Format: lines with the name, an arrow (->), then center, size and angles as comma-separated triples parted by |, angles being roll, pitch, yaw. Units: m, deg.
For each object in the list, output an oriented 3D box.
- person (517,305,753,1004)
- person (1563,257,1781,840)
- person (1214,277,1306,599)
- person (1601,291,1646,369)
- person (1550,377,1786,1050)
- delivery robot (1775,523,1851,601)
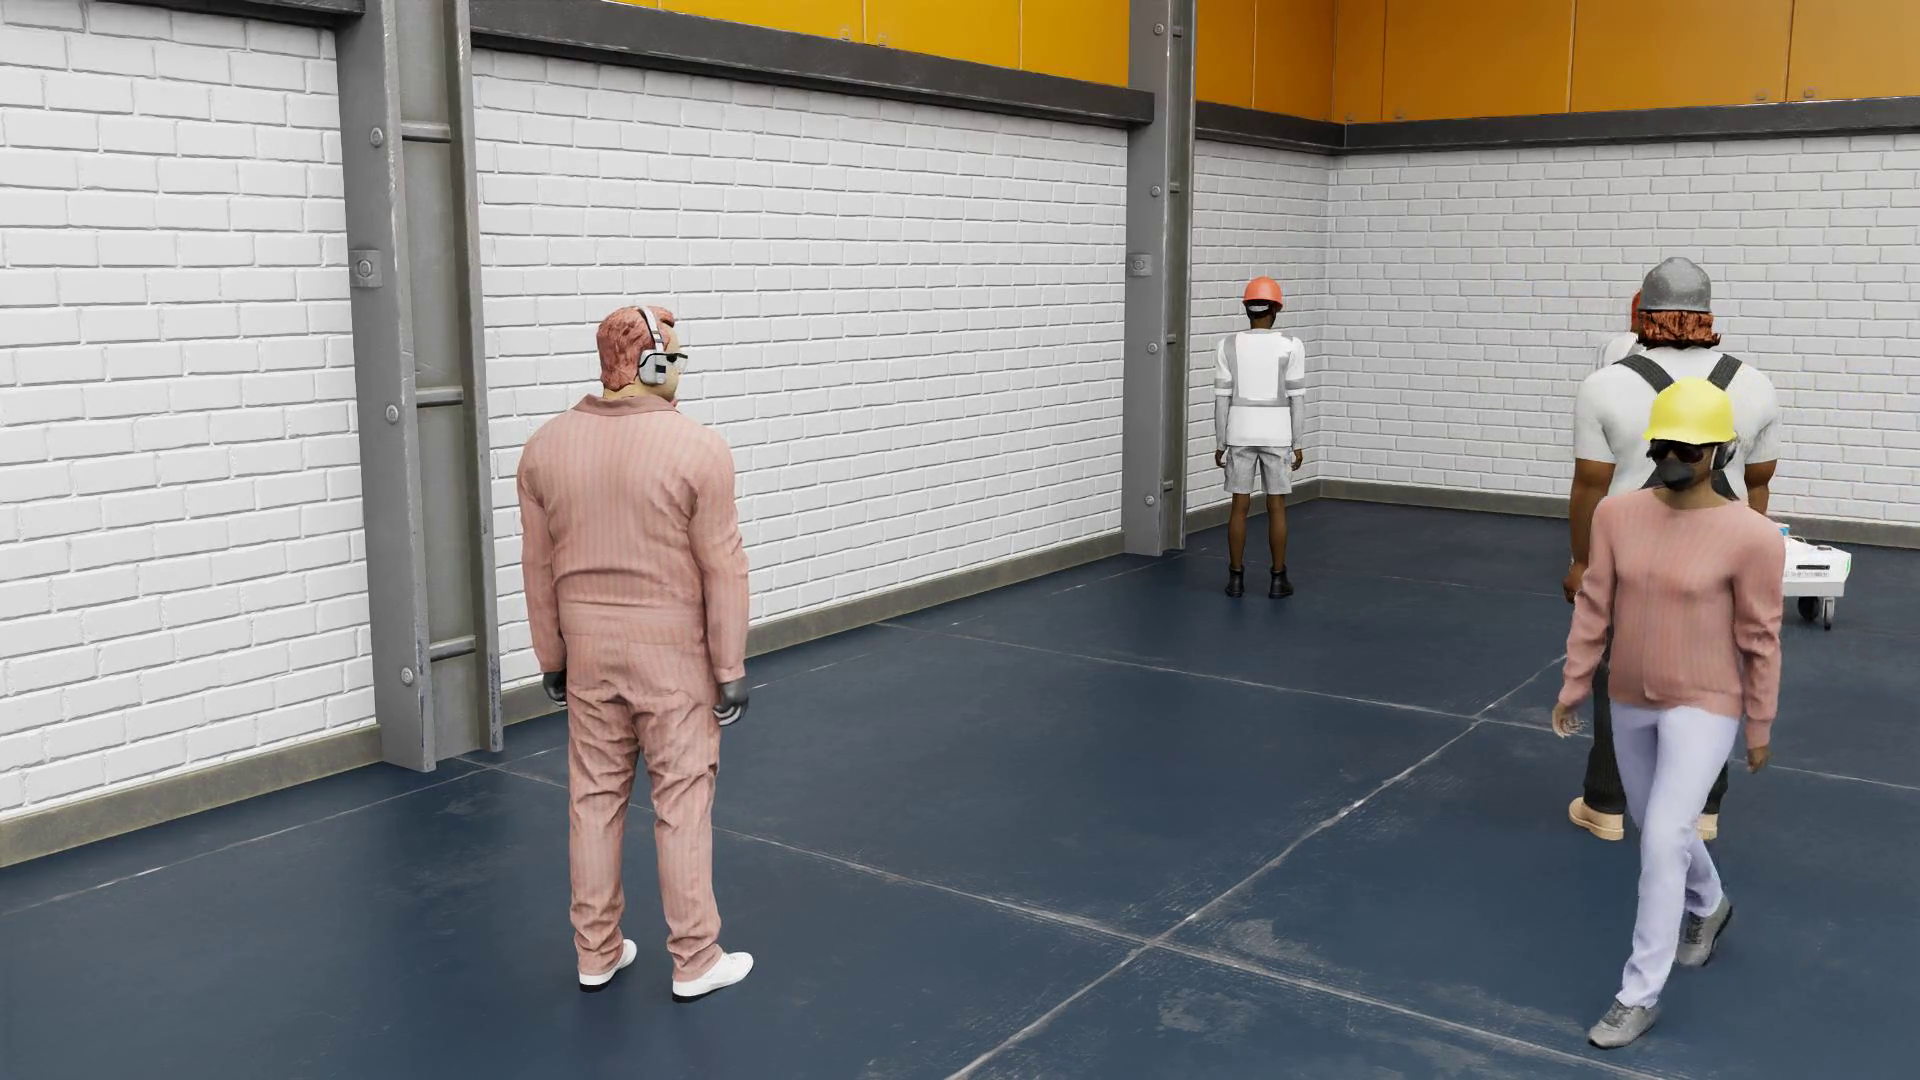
person -> -0.864, 0.314, 4.578 | 0.646, 1.904, 0.401 | 3, 10, 18
person -> 2.439, 0.033, 5.842 | 0.684, 2.000, 0.536 | 0, 10, 2
person -> 1.795, -0.606, 9.985 | 0.543, 1.928, 0.374 | 3, 10, 16
person -> 4.235, -0.619, 10.322 | 0.887, 1.838, 0.588 | 0, 10, -2
person -> 1.953, 0.416, 4.477 | 0.845, 1.732, 0.525 | -6, 12, -34
delivery robot -> 4.556, 0.151, 9.281 | 0.707, 0.478, 0.477 | 0, 10, 1
